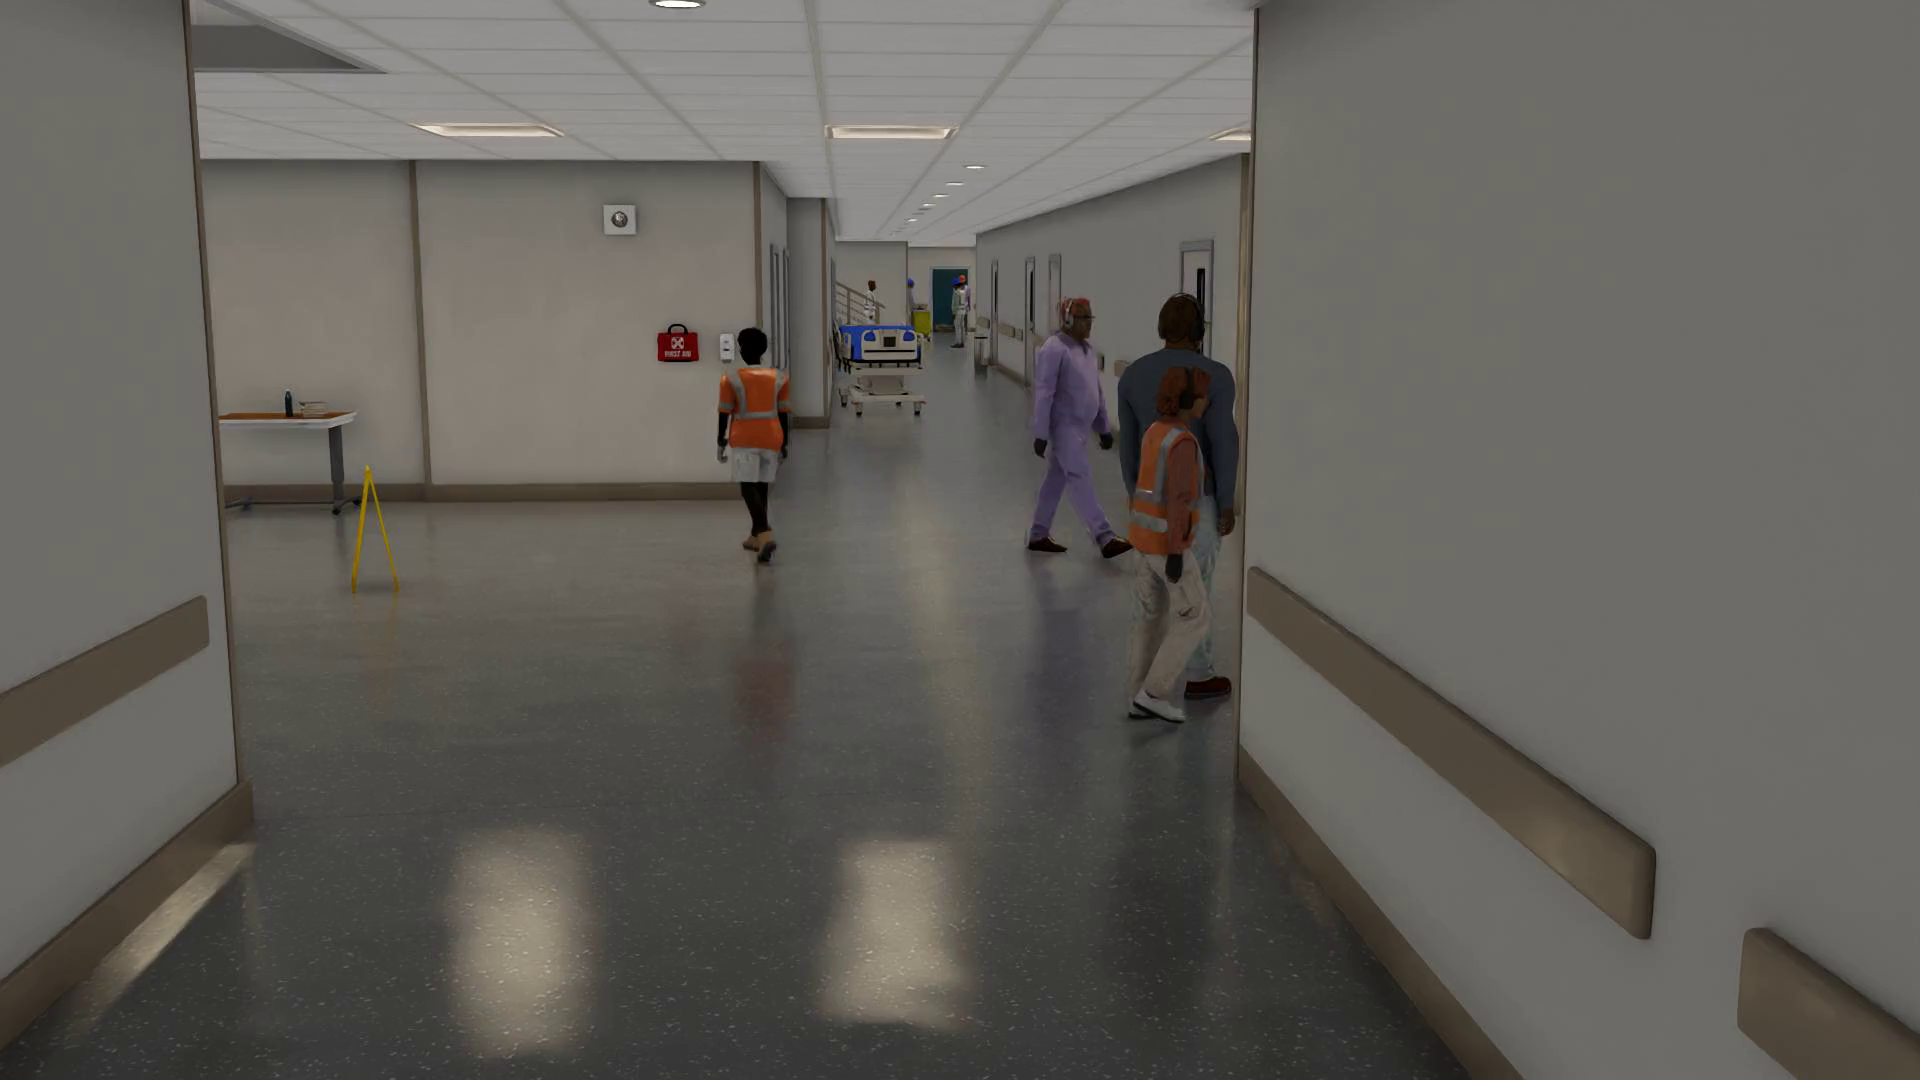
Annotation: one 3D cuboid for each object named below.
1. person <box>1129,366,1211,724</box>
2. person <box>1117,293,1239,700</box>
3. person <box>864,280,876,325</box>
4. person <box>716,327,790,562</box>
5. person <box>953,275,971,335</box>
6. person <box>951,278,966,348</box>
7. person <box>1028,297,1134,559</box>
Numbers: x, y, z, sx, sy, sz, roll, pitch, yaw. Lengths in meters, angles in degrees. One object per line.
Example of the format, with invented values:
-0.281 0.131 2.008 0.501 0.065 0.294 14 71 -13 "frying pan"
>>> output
0.938 0.034 7.455 0.359 1.621 0.549 -2 9 -13 "person"
1.048 -0.204 7.963 0.628 1.940 0.373 7 11 36 "person"
-2.564 -6.472 47.537 0.362 1.873 0.576 -1 9 -4 "person"
-1.443 -0.689 11.875 0.536 1.665 0.841 -5 10 -28 "person"
0.066 -7.970 56.426 0.605 2.033 0.401 -1 9 -5 "person"
-0.056 -6.339 46.476 0.402 1.938 0.604 4 10 24 "person"
0.879 -0.795 11.909 0.976 1.852 0.676 5 10 30 "person"
